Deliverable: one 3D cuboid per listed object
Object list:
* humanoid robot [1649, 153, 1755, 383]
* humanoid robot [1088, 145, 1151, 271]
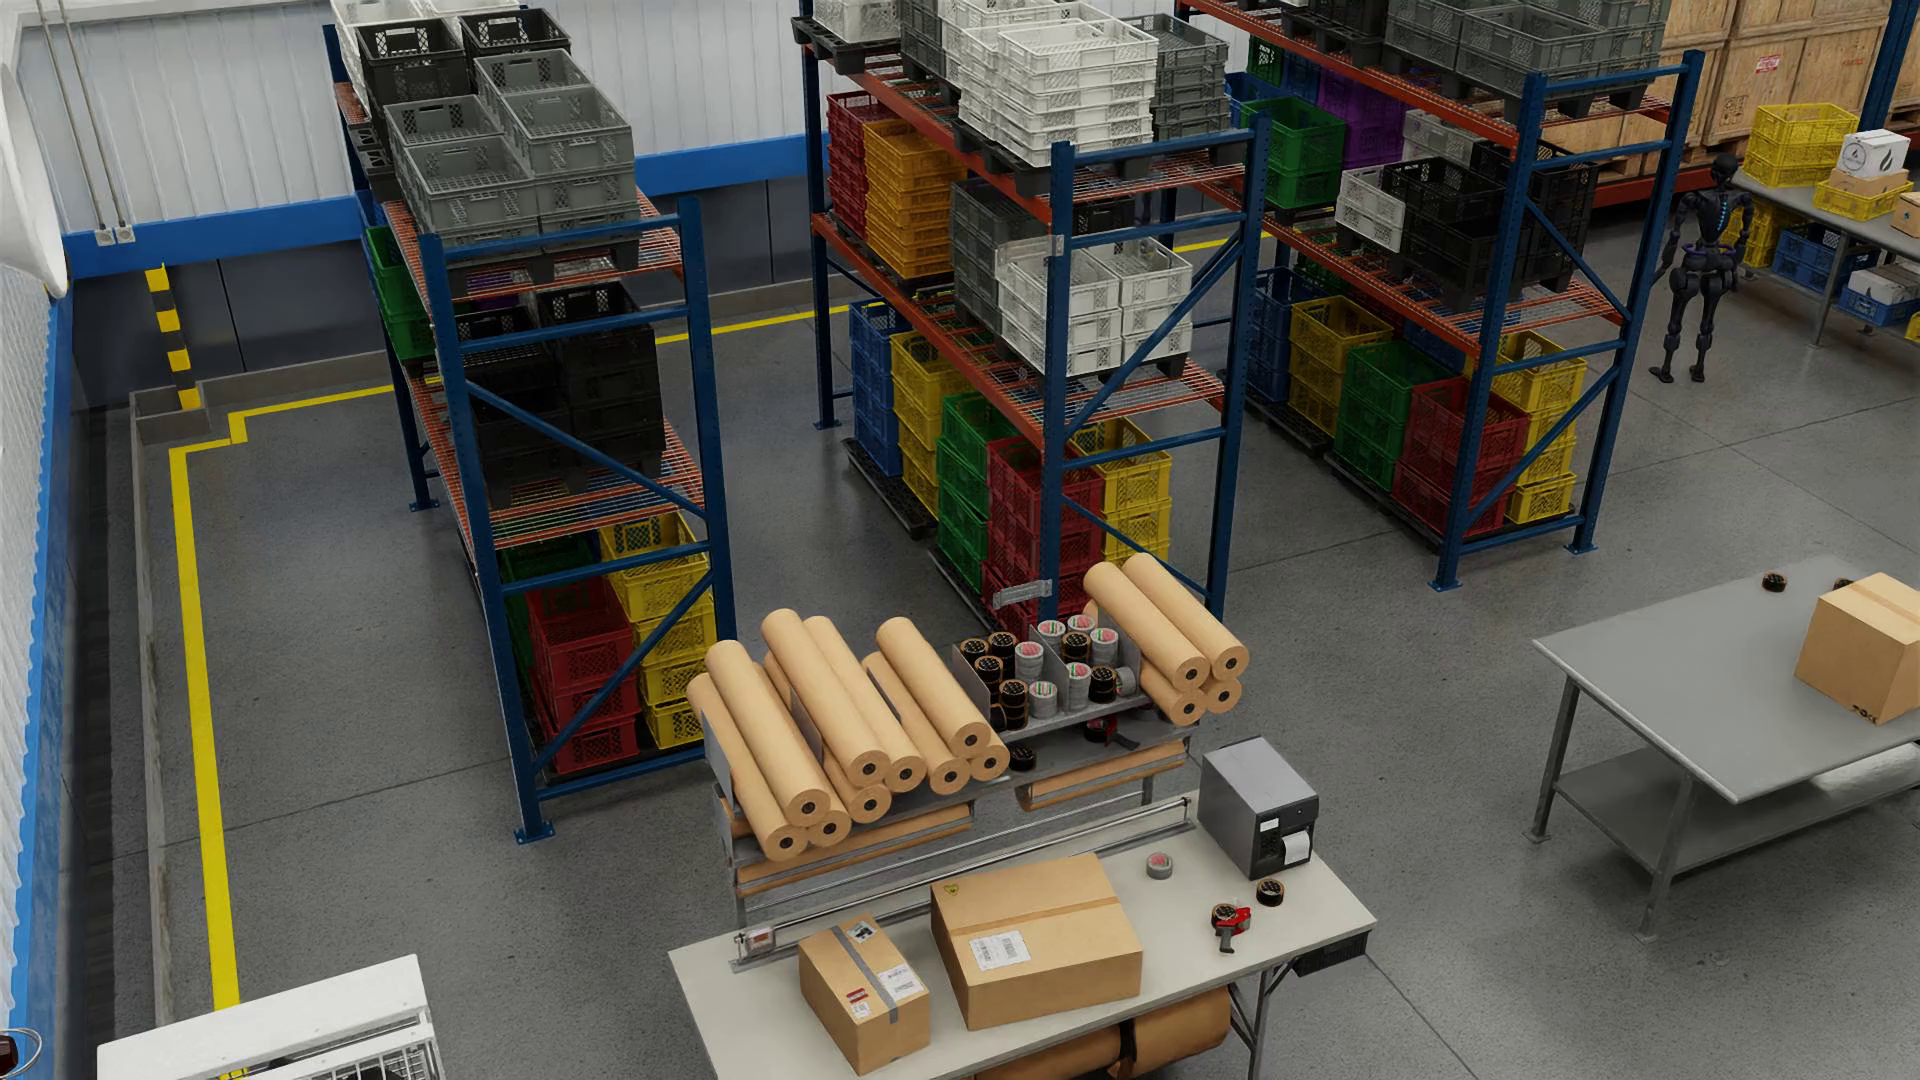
[{"bbox_3d":[5.218,-1.919,11.730,0.598,1.657,0.325,1,32,1],"label":"humanoid robot"},{"bbox_3d":[1.153,-2.178,12.229,0.526,1.622,0.775,9,33,14],"label":"humanoid robot"}]
